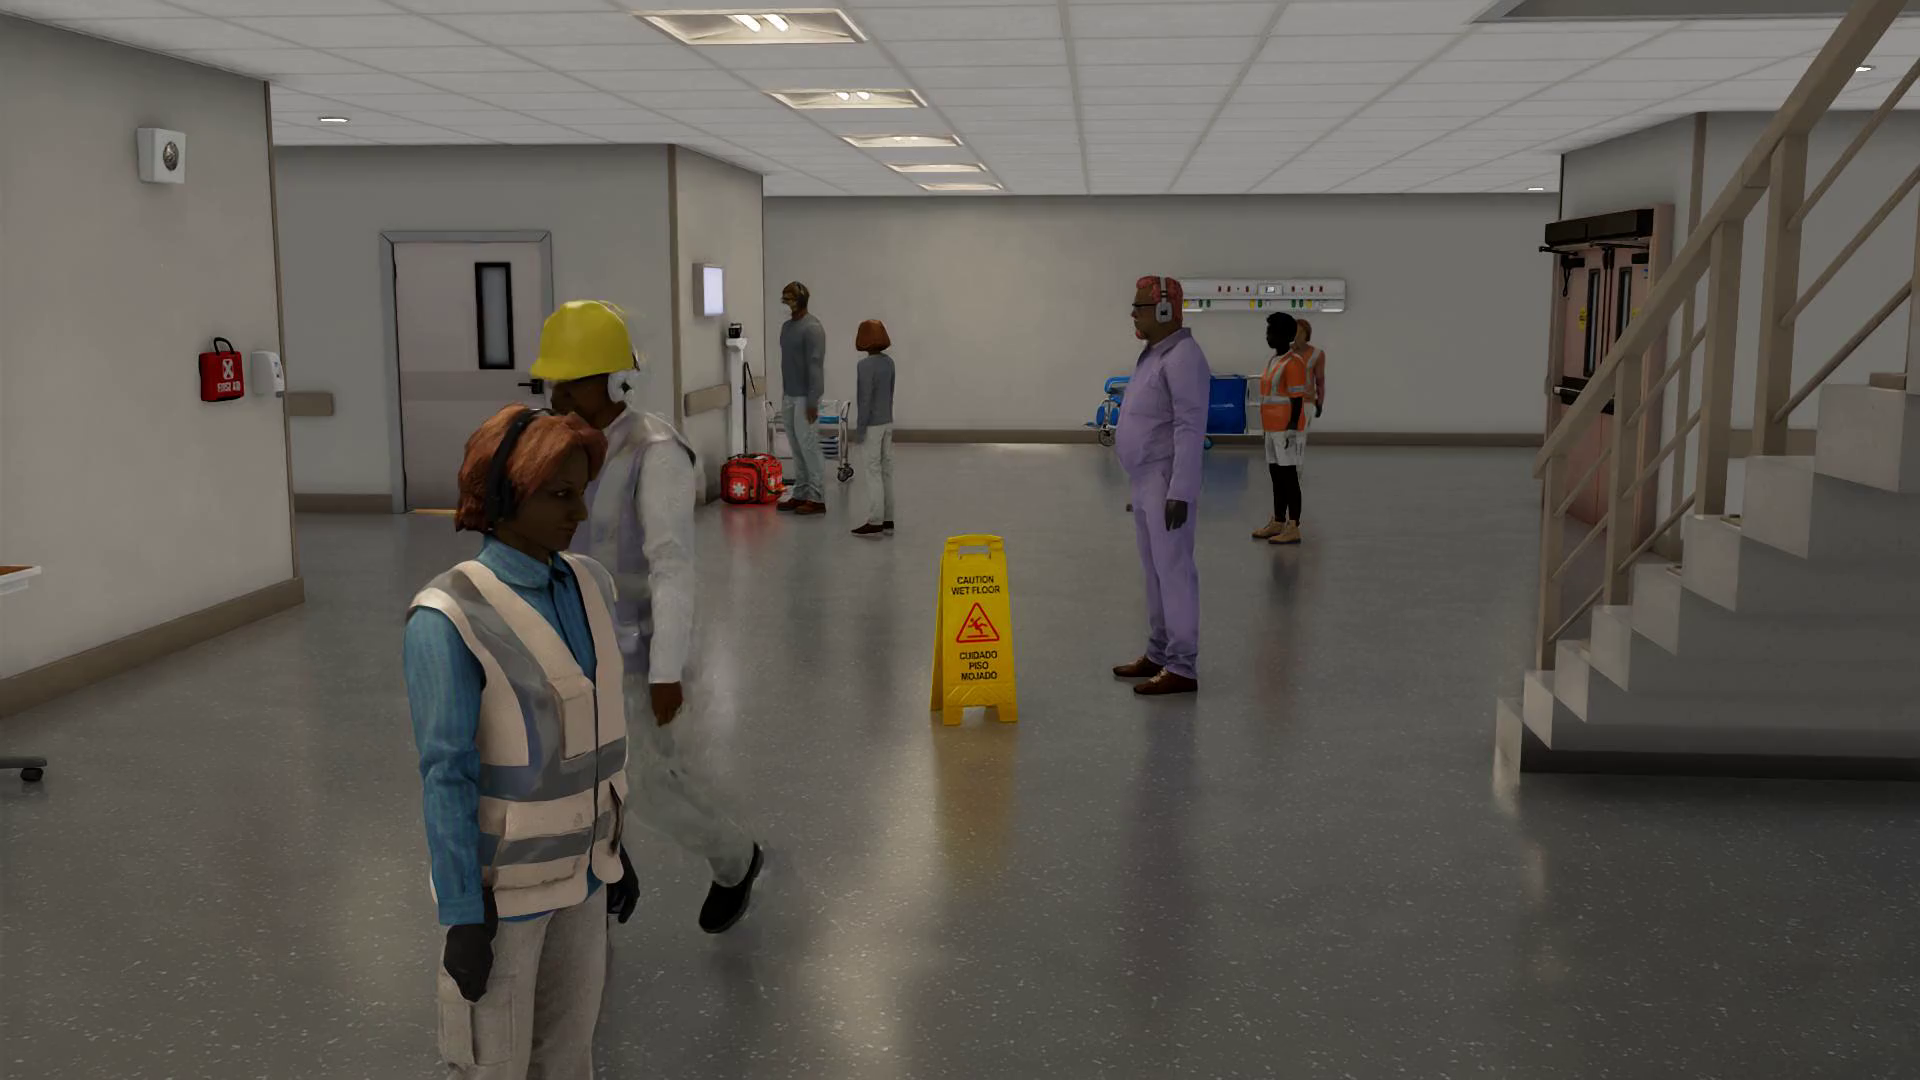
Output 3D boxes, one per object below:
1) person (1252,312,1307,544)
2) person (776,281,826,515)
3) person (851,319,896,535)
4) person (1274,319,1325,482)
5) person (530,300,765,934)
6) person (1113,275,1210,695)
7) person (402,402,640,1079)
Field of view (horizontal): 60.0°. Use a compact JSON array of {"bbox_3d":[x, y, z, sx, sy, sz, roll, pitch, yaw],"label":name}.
[{"bbox_3d":[2.351,-0.818,12.181,0.317,1.697,0.540,-2,9,-11],"label":"person"},{"bbox_3d":[-1.317,-1.182,13.856,0.362,1.933,0.637,-5,10,-29],"label":"person"},{"bbox_3d":[-0.656,-0.856,12.660,0.279,1.633,0.504,4,9,23],"label":"person"},{"bbox_3d":[3.269,-1.340,16.073,0.506,1.596,0.876,4,9,27],"label":"person"},{"bbox_3d":[-0.872,0.268,4.451,0.614,1.815,0.695,8,11,42],"label":"person"},{"bbox_3d":[0.907,-0.251,7.628,0.402,1.906,0.652,-1,8,-8],"label":"person"},{"bbox_3d":[-0.724,0.589,2.821,0.308,1.639,0.511,3,9,18],"label":"person"}]
